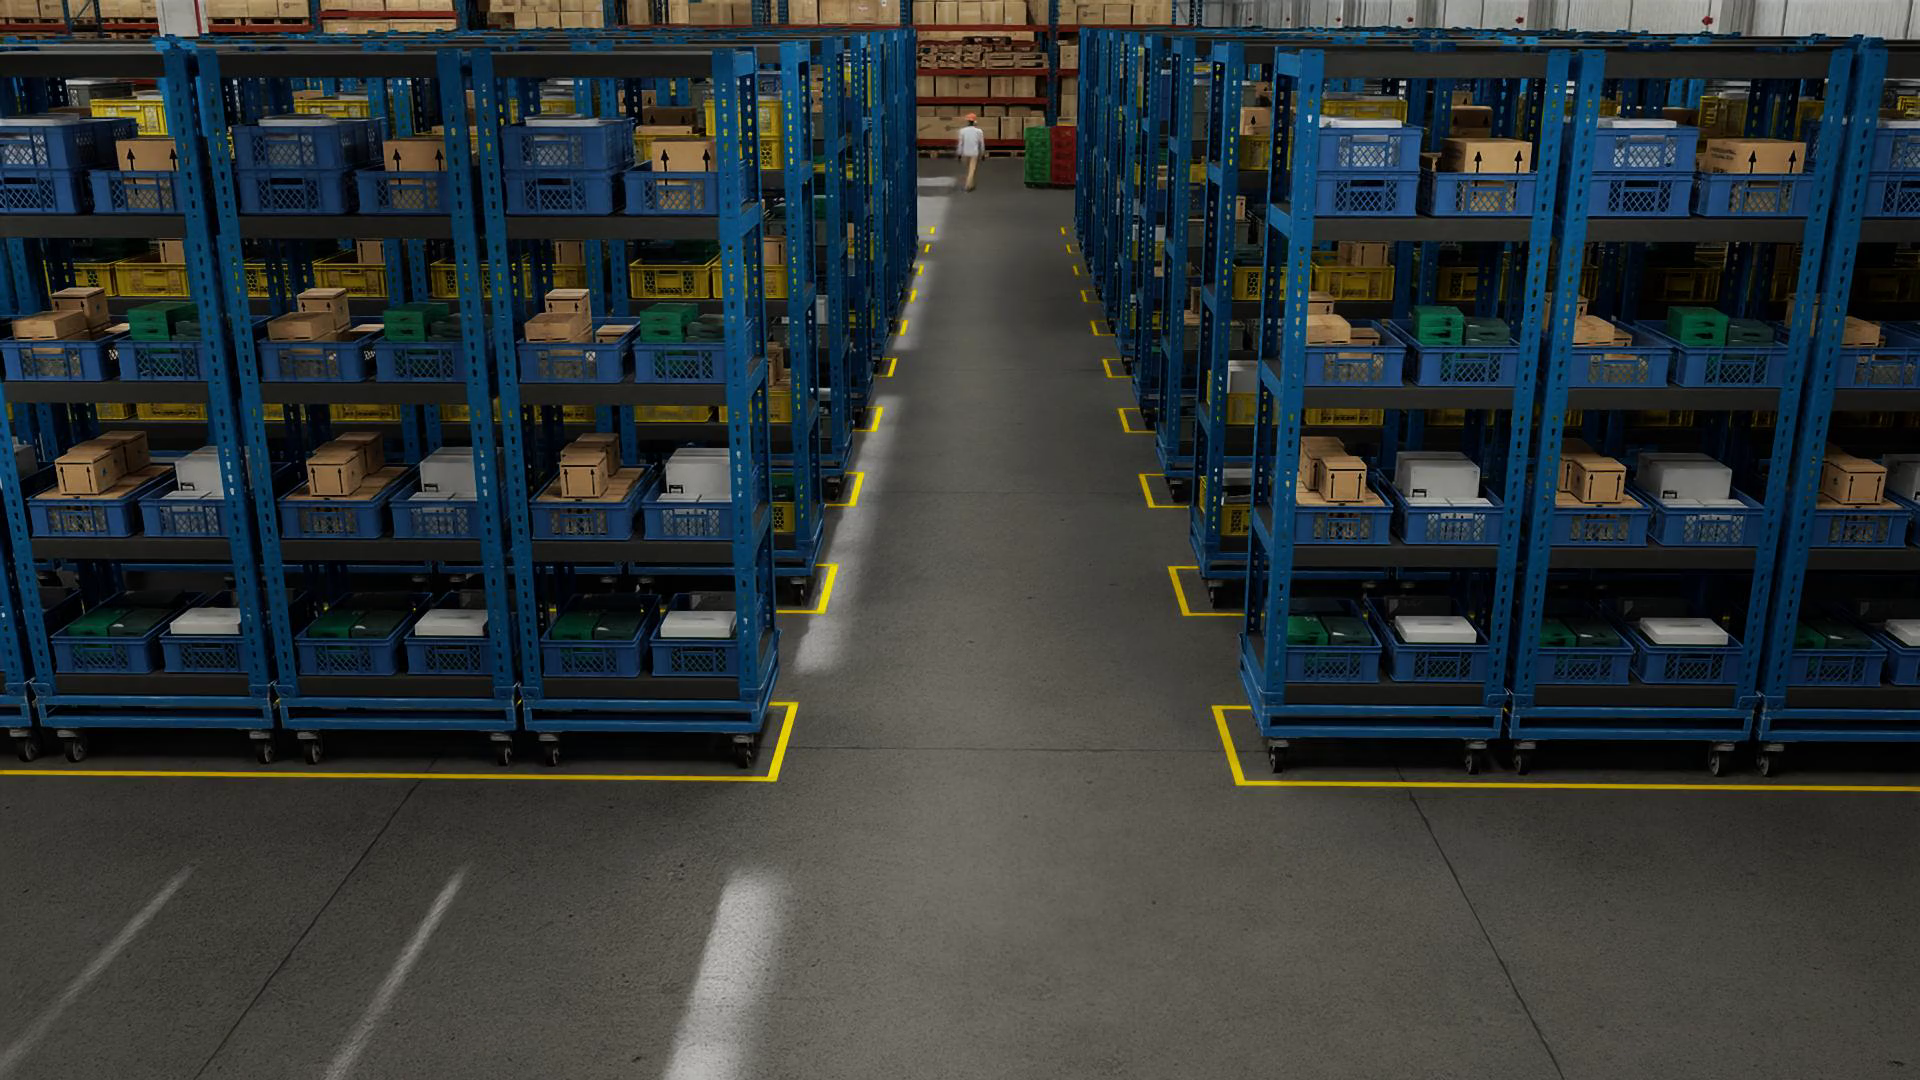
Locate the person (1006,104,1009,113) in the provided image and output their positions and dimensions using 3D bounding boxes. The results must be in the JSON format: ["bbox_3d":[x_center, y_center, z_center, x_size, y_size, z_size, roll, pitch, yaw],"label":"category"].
[{"bbox_3d":[1.306,-12.341,48.595,0.473,1.891,0.671,2,18,8],"label":"person"}]

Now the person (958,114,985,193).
[{"bbox_3d":[0.244,-8.603,36.989,0.577,1.711,0.886,7,19,20],"label":"person"}]
